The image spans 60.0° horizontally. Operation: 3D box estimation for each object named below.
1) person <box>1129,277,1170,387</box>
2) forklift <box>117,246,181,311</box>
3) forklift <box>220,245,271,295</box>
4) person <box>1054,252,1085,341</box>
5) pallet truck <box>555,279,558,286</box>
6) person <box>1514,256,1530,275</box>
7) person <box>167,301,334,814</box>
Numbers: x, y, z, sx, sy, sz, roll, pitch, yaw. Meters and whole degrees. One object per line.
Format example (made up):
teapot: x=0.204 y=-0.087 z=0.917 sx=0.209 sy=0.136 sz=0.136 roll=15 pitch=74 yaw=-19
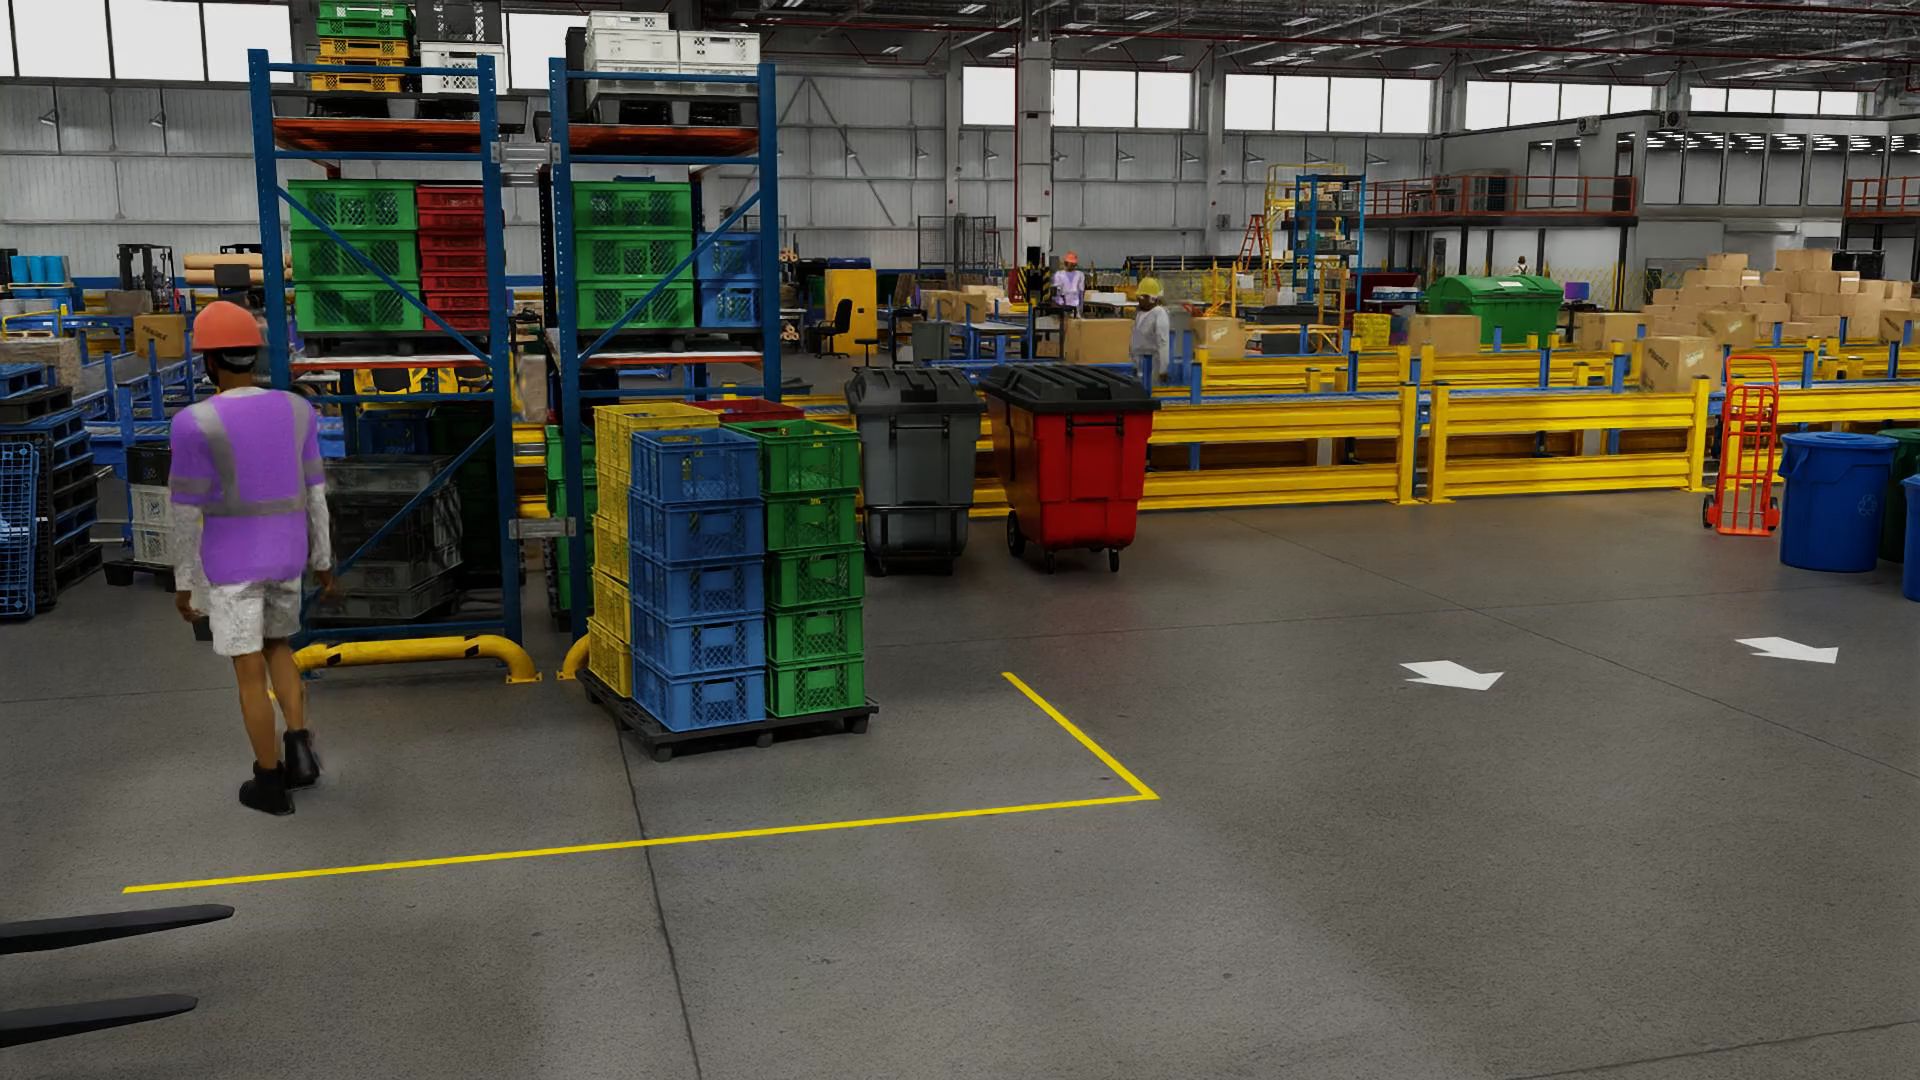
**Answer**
person: x=2.079 y=-1.886 z=17.680 sx=0.756 sy=1.807 sz=0.591 roll=-2 pitch=10 yaw=-12
forklift: x=-19.966 y=-6.232 z=40.894 sx=1.157 sy=1.987 sz=2.680 roll=-3 pitch=10 yaw=-15
forklift: x=-17.749 y=-6.334 z=41.440 sx=1.157 sy=1.987 sz=2.680 roll=-3 pitch=10 yaw=-17
person: x=2.142 y=-4.556 z=32.250 sx=0.616 sy=1.997 sz=1.006 roll=-1 pitch=10 yaw=-7
pallet truck: x=-10.604 y=-6.375 z=44.520 sx=0.653 sy=1.274 sz=1.630 roll=-3 pitch=10 yaw=-15
person: x=16.710 y=-7.538 z=49.566 sx=0.505 sy=1.846 sz=0.346 roll=-1 pitch=10 yaw=-5
person: x=-2.657 y=0.078 z=6.224 sx=0.404 sy=1.922 sz=0.578 roll=8 pitch=13 yaw=38
